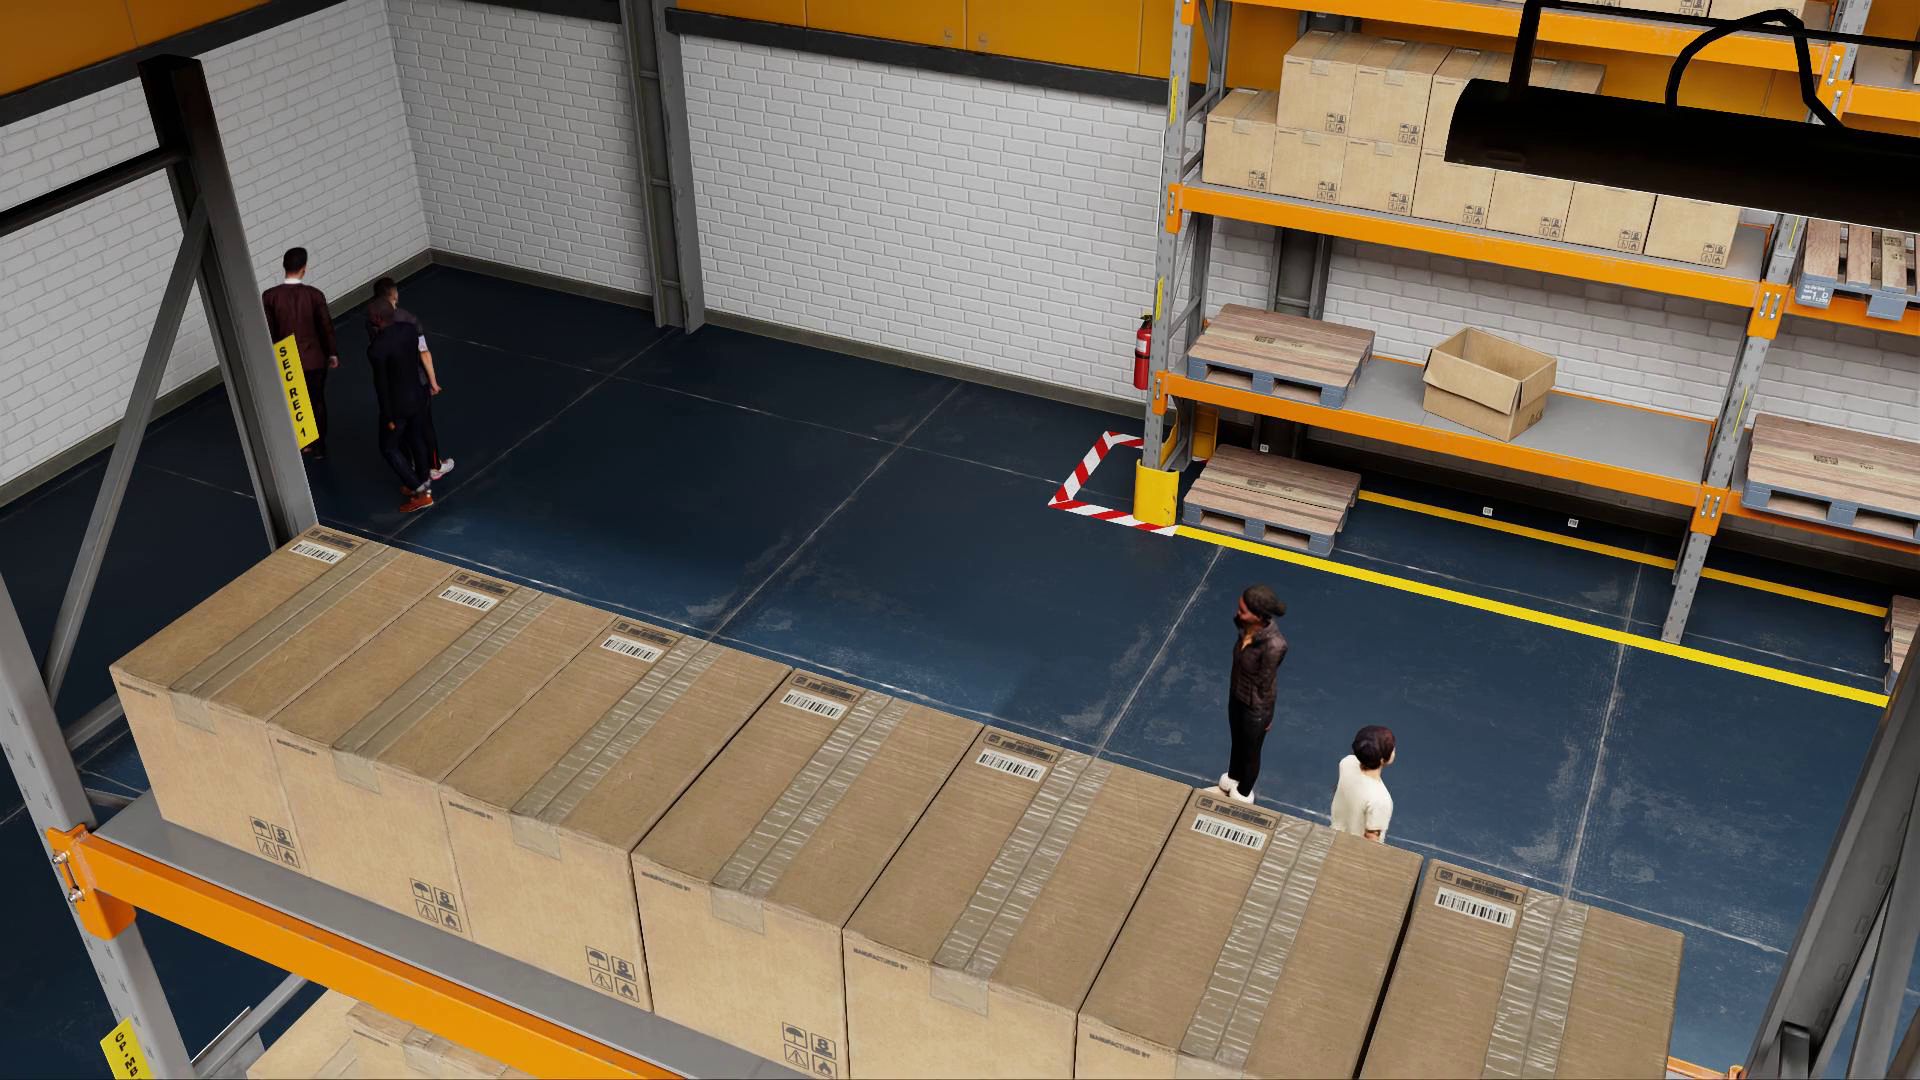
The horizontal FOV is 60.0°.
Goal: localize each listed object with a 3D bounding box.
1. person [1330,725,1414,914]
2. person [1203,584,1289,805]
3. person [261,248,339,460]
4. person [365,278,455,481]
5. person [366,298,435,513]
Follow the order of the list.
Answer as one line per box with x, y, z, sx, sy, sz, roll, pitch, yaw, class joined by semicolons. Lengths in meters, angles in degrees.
2.106;1.698;9.141;1.052;1.554;1.008;-12;35;-17;person
1.788;0.975;10.129;0.720;1.664;0.780;9;35;14;person
-5.383;-1.459;13.642;0.843;1.830;0.916;-12;35;-17;person
-4.497;-1.291;13.449;0.595;1.763;0.770;3;34;5;person
-4.339;-1.059;13.053;0.699;1.815;0.712;13;36;18;person
